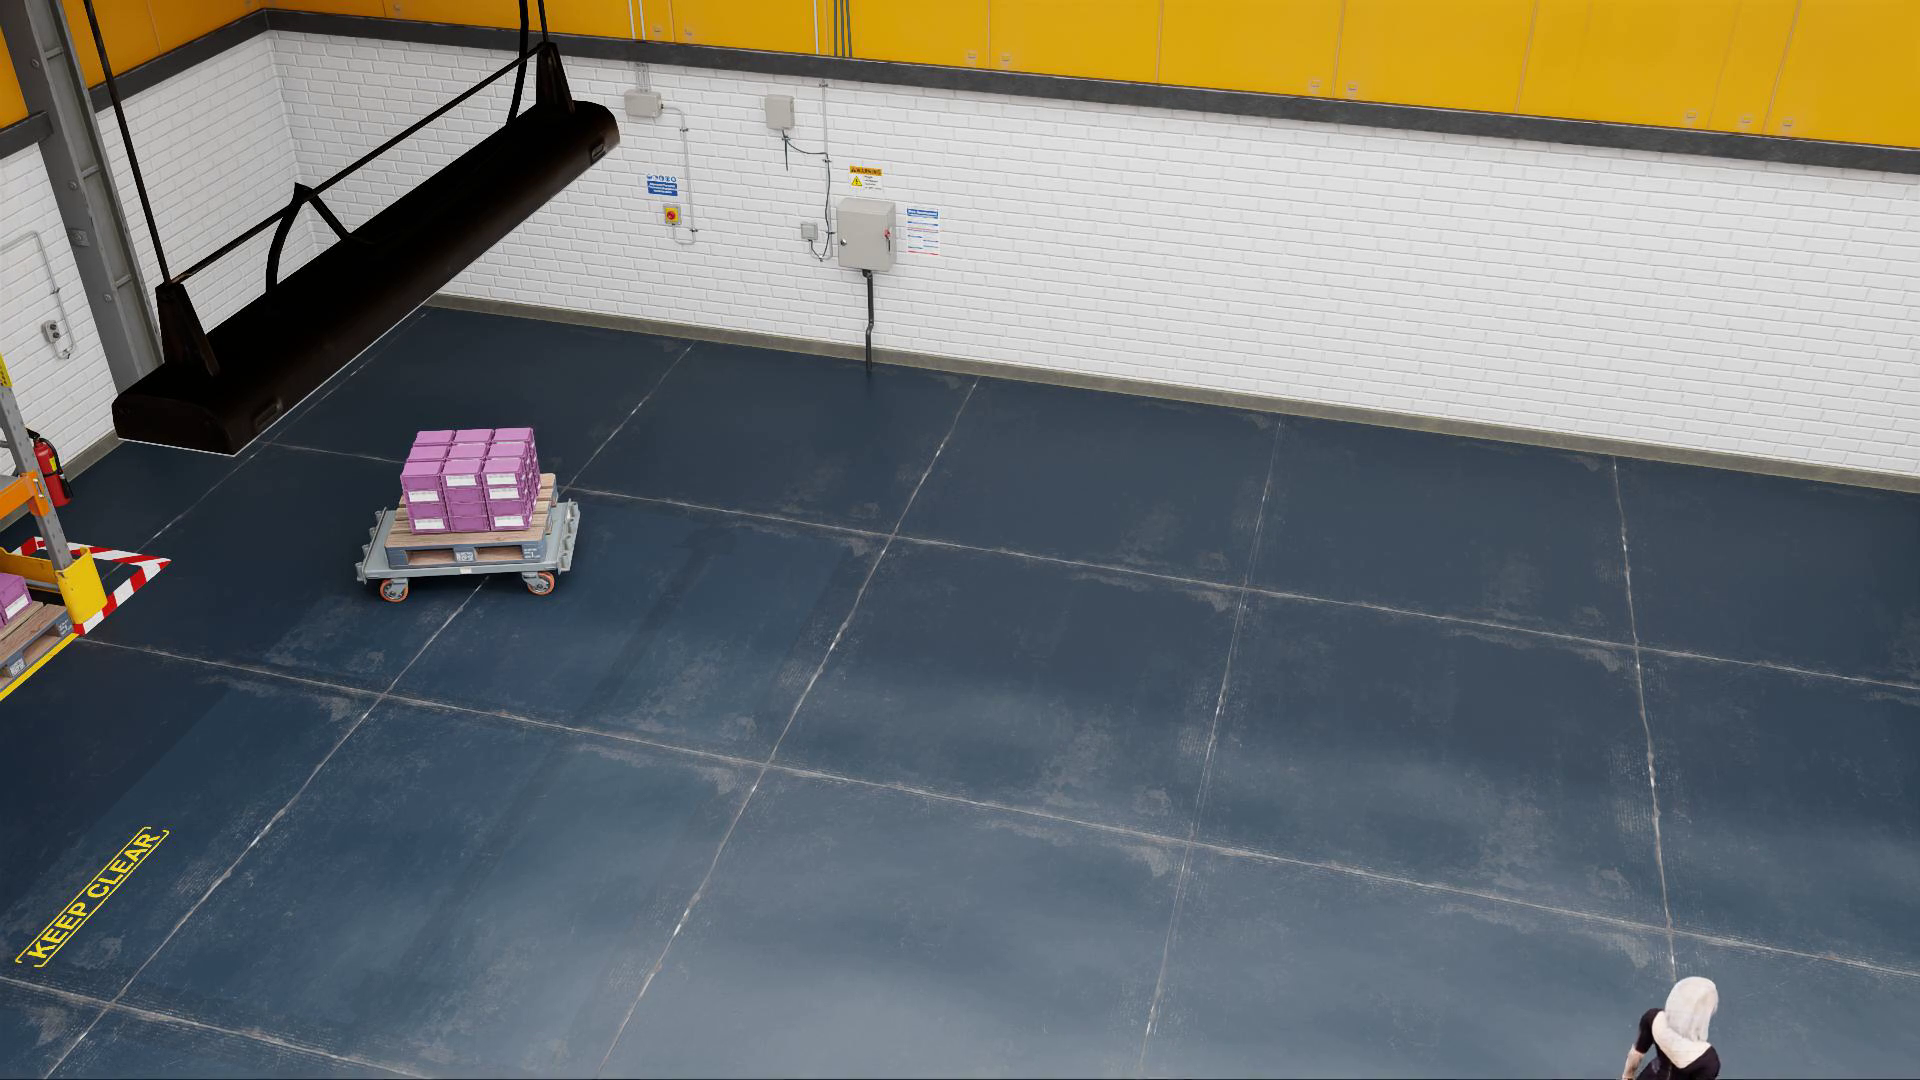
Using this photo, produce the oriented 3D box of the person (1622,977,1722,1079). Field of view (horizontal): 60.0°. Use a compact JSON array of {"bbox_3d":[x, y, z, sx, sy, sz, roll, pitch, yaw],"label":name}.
[{"bbox_3d":[3.334,2.818,8.091,1.177,1.798,1.061,-21,39,-29],"label":"person"}]
